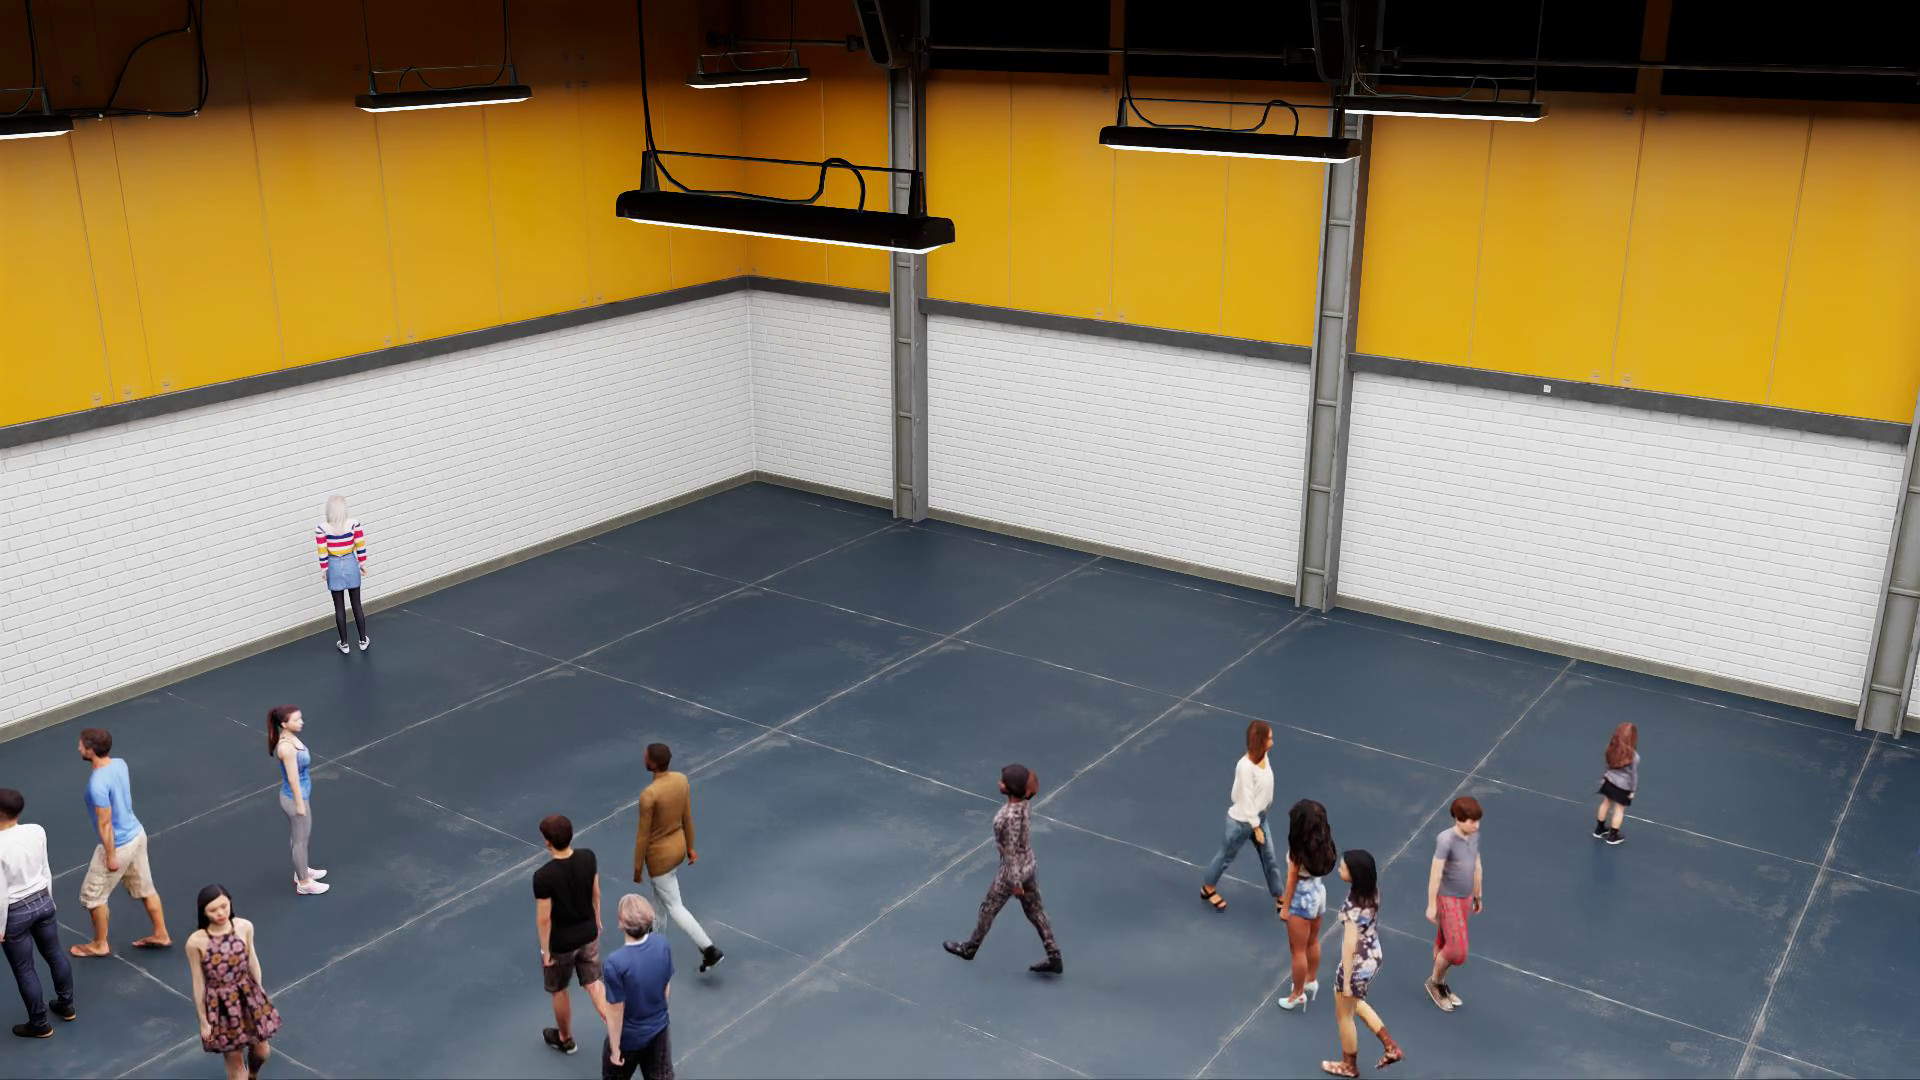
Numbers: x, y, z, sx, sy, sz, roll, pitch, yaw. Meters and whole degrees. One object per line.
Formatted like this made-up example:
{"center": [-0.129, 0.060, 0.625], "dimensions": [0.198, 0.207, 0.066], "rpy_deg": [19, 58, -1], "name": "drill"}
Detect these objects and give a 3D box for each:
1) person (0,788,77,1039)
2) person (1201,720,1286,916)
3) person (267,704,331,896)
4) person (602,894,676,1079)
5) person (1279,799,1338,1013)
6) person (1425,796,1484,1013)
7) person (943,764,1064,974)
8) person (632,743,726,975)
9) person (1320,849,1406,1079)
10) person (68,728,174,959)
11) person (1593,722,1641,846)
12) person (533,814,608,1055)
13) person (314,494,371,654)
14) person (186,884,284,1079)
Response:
{"center": [-6.487, 2.572, 11.550], "dimensions": [0.641, 1.871, 0.667], "rpy_deg": [8, 20, 21], "name": "person"}
{"center": [2.171, 2.188, 13.051], "dimensions": [1.047, 1.640, 0.620], "rpy_deg": [13, 22, 33], "name": "person"}
{"center": [-5.357, 2.078, 13.425], "dimensions": [0.714, 1.609, 0.628], "rpy_deg": [-7, 20, -21], "name": "person"}
{"center": [-1.893, 3.062, 10.149], "dimensions": [0.818, 1.836, 1.106], "rpy_deg": [-17, 25, -41], "name": "person"}
{"center": [2.459, 2.599, 11.862], "dimensions": [0.563, 1.620, 0.549], "rpy_deg": [13, 23, 34], "name": "person"}
{"center": [3.477, 2.554, 11.956], "dimensions": [0.700, 1.645, 0.724], "rpy_deg": [-12, 22, -31], "name": "person"}
{"center": [0.493, 2.461, 12.208], "dimensions": [1.216, 1.661, 0.879], "rpy_deg": [5, 19, 14], "name": "person"}
{"center": [-2.099, 2.374, 12.277], "dimensions": [1.177, 1.782, 0.690], "rpy_deg": [11, 22, 30], "name": "person"}
{"center": [2.693, 2.834, 11.005], "dimensions": [0.753, 1.722, 0.608], "rpy_deg": [13, 23, 34], "name": "person"}
{"center": [-6.218, 2.274, 12.481], "dimensions": [1.067, 1.842, 0.959], "rpy_deg": [0, 19, -1], "name": "person"}
{"center": [5.627, 2.067, 14.252], "dimensions": [0.584, 1.104, 0.476], "rpy_deg": [-12, 22, -32], "name": "person"}
{"center": [-2.564, 2.707, 11.192], "dimensions": [0.806, 1.843, 1.103], "rpy_deg": [-17, 25, -42], "name": "person"}
{"center": [-6.769, 0.348, 18.255], "dimensions": [0.726, 1.806, 0.705], "rpy_deg": [-9, 21, -24], "name": "person"}
{"center": [-4.658, 2.957, 10.575], "dimensions": [0.746, 1.764, 0.800], "rpy_deg": [-14, 23, -36], "name": "person"}
